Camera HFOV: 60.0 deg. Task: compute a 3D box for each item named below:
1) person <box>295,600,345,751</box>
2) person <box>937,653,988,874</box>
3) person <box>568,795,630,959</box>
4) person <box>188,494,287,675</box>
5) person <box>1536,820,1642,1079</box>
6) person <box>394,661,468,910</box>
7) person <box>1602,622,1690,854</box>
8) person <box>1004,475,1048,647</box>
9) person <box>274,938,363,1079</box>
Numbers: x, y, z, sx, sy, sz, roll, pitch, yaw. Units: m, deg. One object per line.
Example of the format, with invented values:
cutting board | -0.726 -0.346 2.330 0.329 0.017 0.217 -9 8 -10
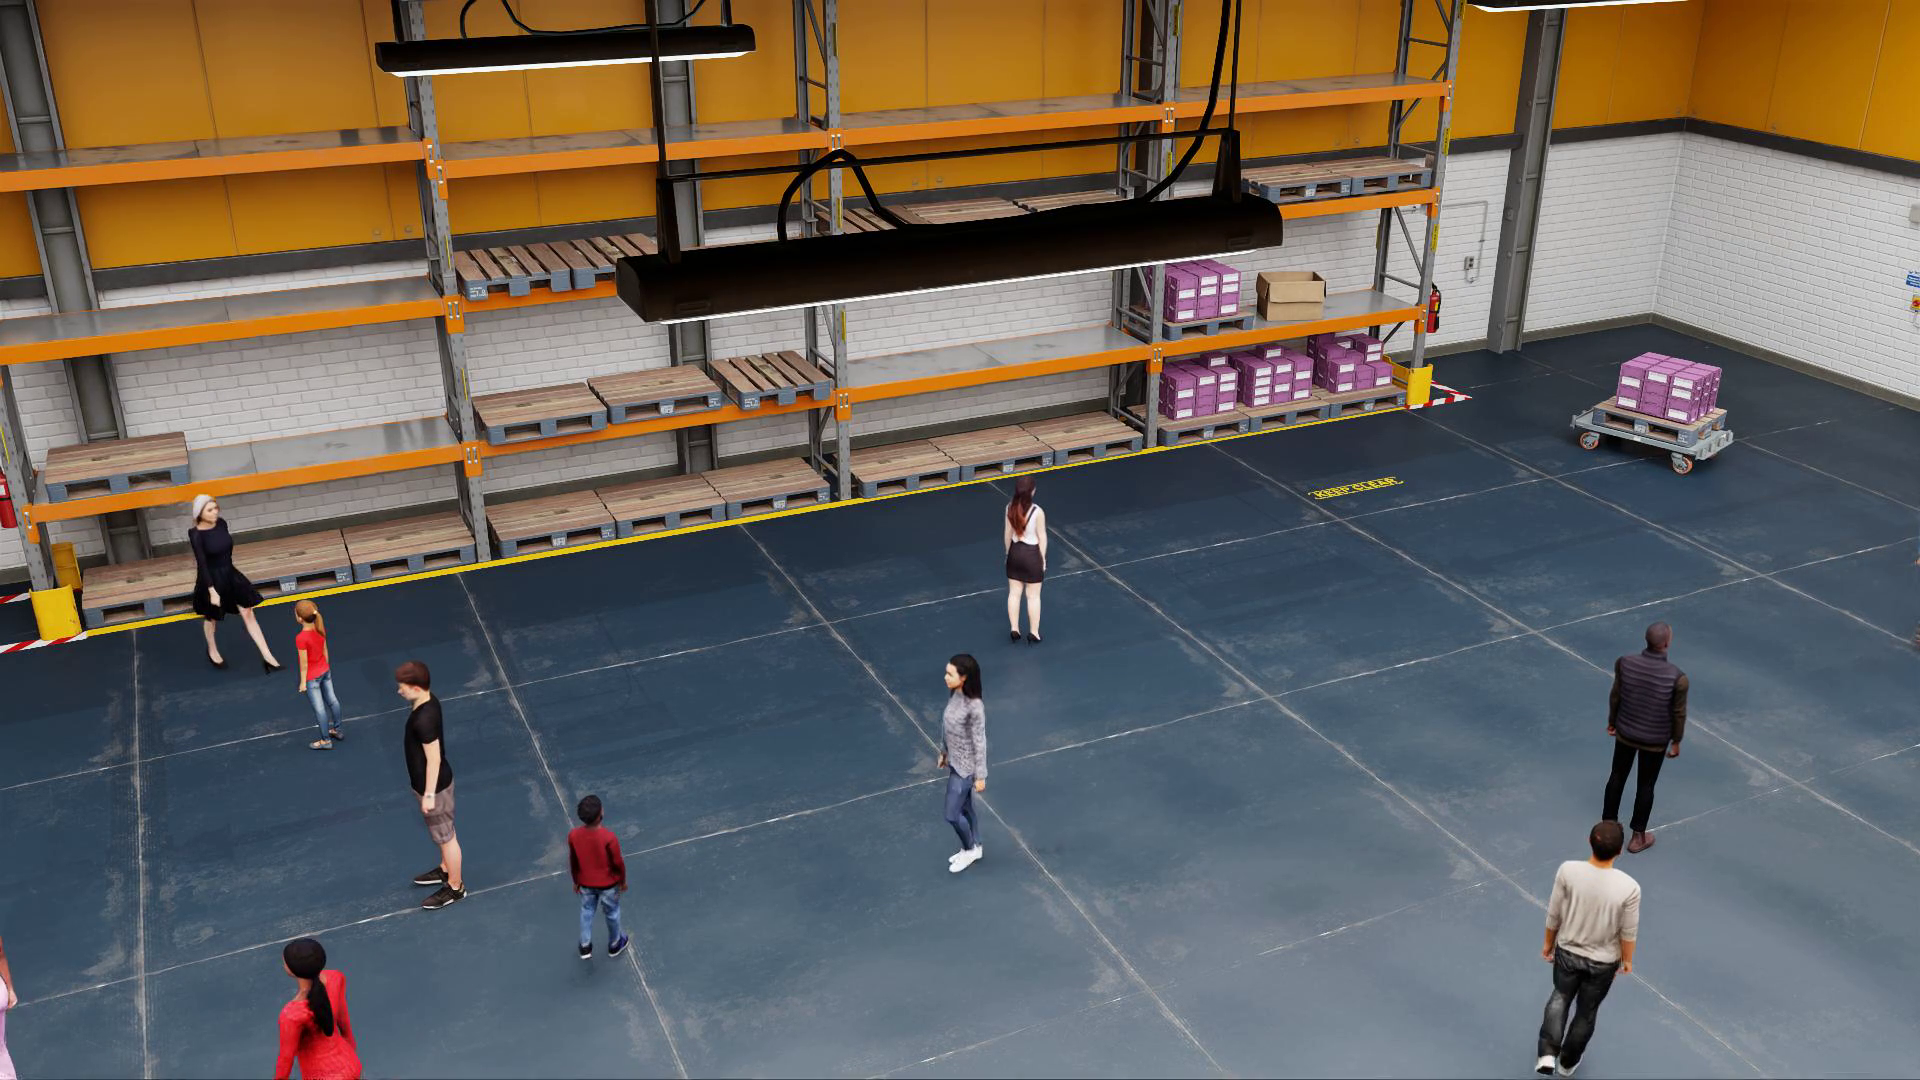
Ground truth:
person | -5.243 1.088 13.562 0.635 1.310 0.577 8 25 17
person | 0.113 1.585 11.918 0.587 1.717 0.629 -10 26 -22
person | -2.401 2.251 10.974 0.643 1.252 0.702 5 24 12
person | -6.578 0.406 14.627 1.149 1.707 1.112 9 25 20
person | 3.673 2.471 9.788 0.869 1.799 0.956 15 28 31
person | -3.667 1.664 11.560 0.573 1.859 0.665 -10 25 -21
person | 4.974 1.423 12.140 0.771 1.836 0.734 19 30 37
person | 0.590 0.184 15.209 0.631 1.648 0.683 10 25 21
person | -3.277 2.909 8.847 1.157 1.750 1.017 4 24 9
